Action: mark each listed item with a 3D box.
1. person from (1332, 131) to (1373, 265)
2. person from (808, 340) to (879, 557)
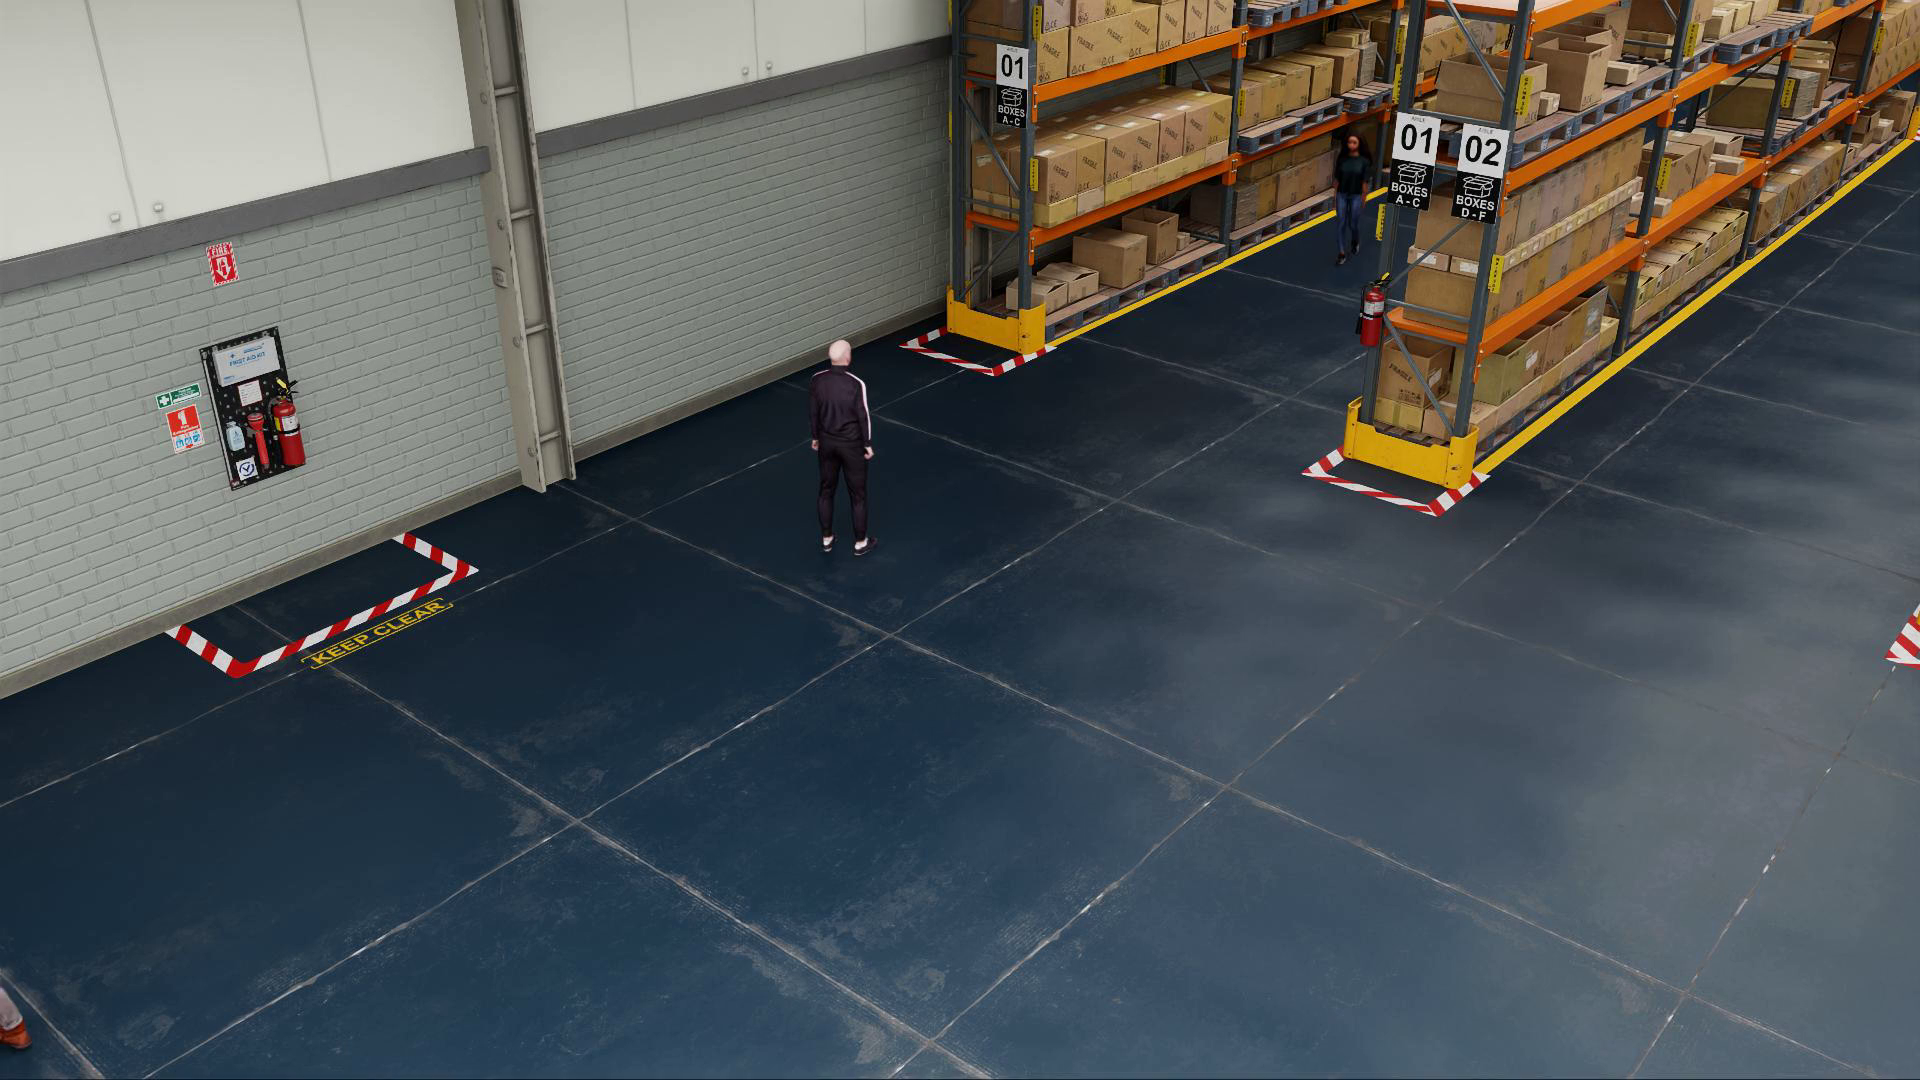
[{"bbox_3d":[4.751,-4.174,20.199,0.668,1.608,0.779,14,31,24],"label":"person"},{"bbox_3d":[-0.968,-0.750,13.529,0.760,1.834,0.714,9,29,17],"label":"person"}]
